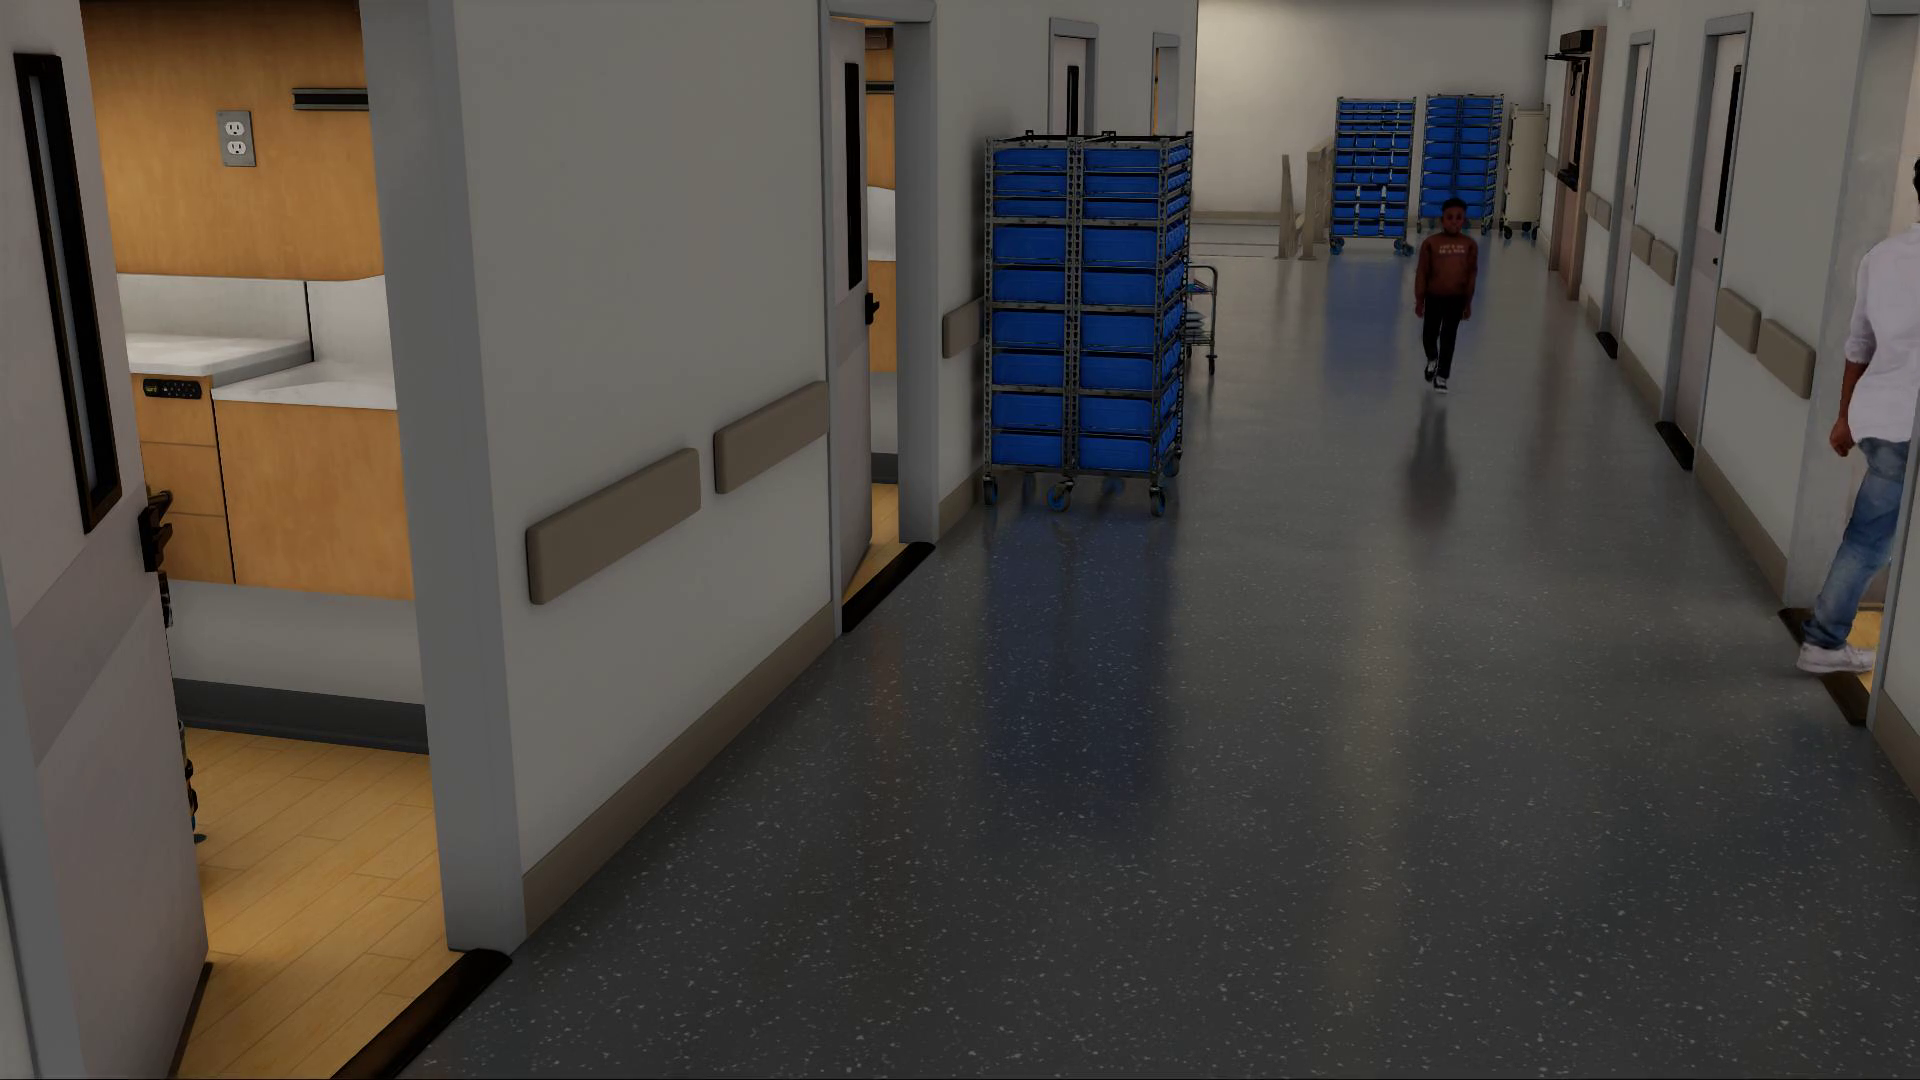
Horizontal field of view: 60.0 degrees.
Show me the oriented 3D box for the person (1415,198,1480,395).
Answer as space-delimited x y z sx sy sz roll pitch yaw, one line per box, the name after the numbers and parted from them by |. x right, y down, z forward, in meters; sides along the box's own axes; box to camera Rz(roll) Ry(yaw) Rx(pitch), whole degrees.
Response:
3.147 -1.587 10.792 0.562 1.249 0.665 3 16 9 | person

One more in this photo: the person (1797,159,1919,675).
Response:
3.102 -0.394 5.587 0.967 1.777 1.078 -2 16 -9 | person
